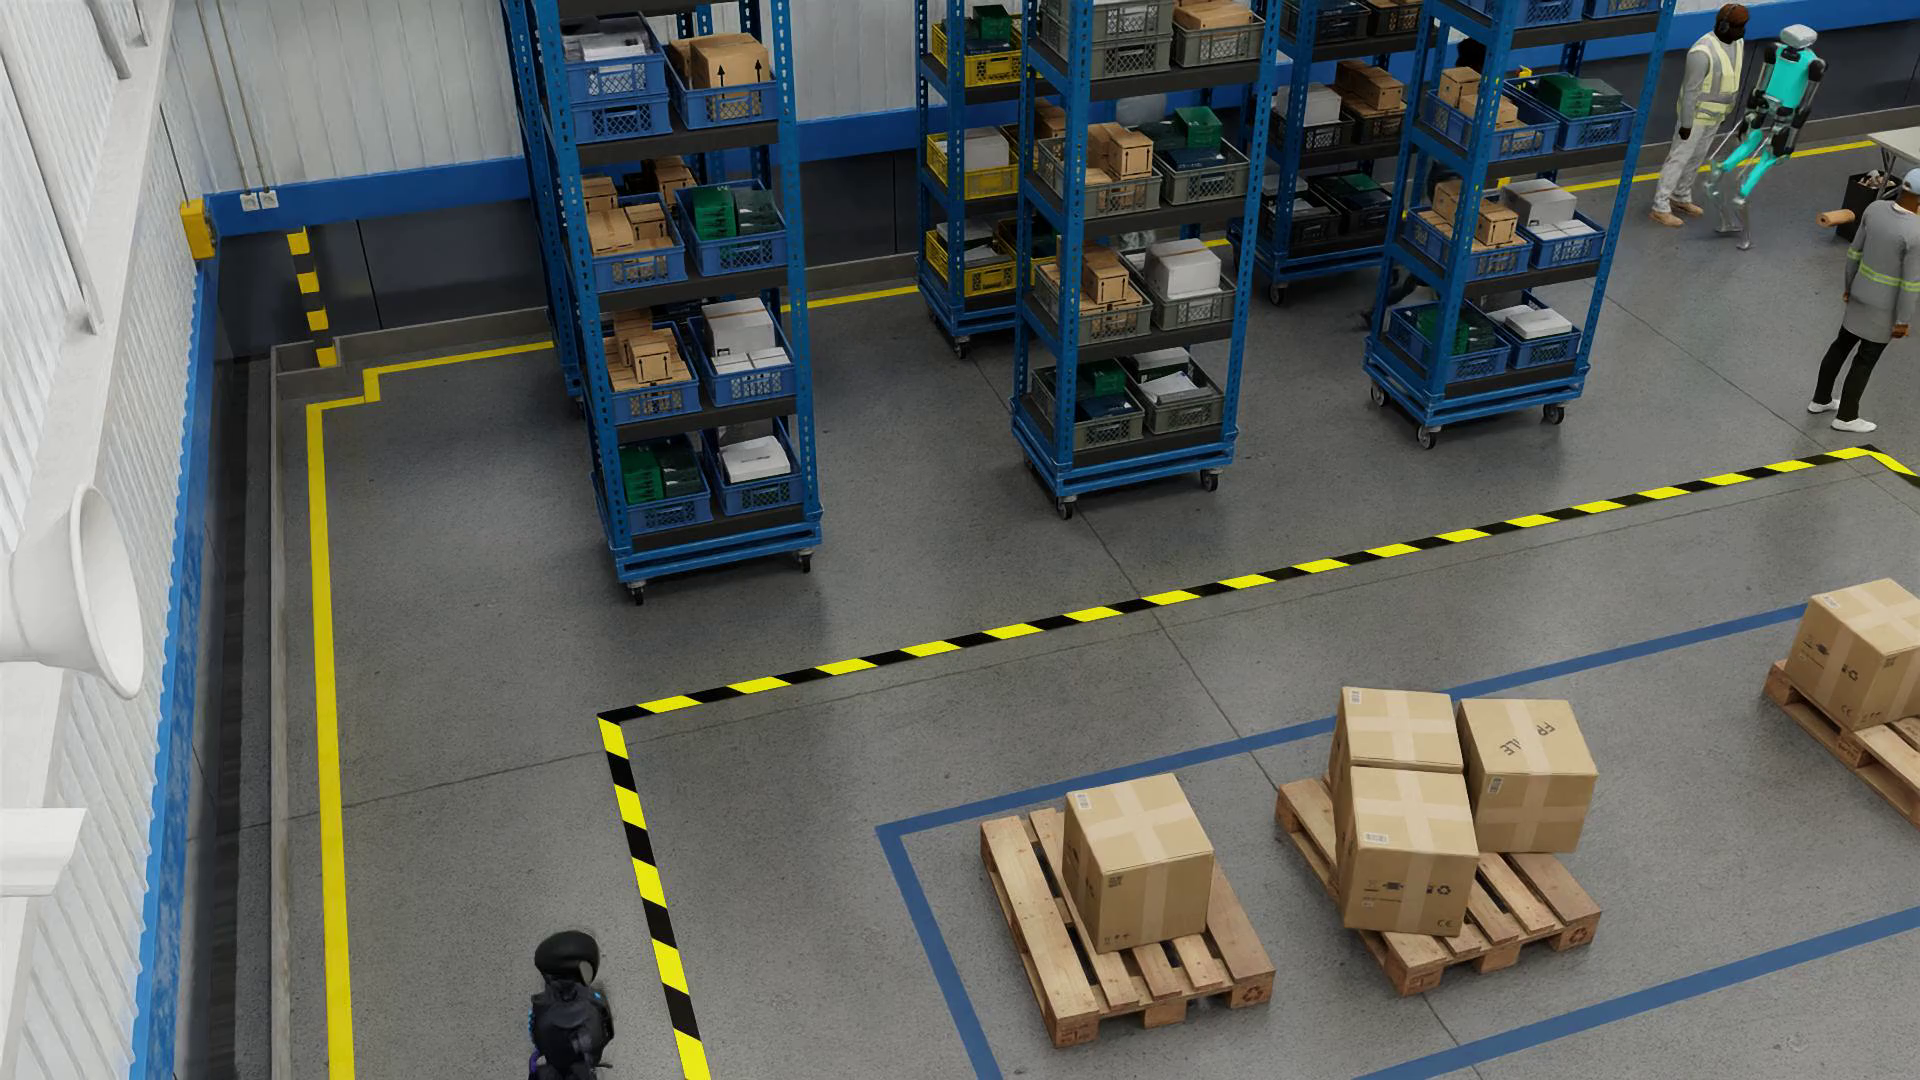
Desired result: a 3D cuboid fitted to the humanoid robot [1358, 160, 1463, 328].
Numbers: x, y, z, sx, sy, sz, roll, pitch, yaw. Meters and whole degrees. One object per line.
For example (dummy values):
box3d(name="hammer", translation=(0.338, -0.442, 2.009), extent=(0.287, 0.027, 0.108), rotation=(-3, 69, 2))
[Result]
box3d(name="humanoid robot", translation=(3.347, -2.174, 11.967), extent=(0.759, 1.649, 0.602), rotation=(4, 35, 5))

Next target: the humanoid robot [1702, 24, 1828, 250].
box3d(name="humanoid robot", translation=(6.324, -3.189, 13.258), extent=(0.685, 1.753, 0.537), rotation=(-17, 39, -23))

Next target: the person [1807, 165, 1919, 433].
box3d(name="person", translation=(6.050, -1.583, 10.926), extent=(0.384, 1.851, 0.596), rotation=(-8, 36, -11))

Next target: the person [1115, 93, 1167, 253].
box3d(name="person", translation=(1.286, -2.726, 12.473), extent=(0.378, 1.939, 0.628), rotation=(23, 41, 29))

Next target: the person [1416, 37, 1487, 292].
box3d(name="person", translation=(3.763, -2.838, 12.608), extent=(0.361, 1.963, 0.612), rotation=(23, 41, 29))

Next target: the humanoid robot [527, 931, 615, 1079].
box3d(name="humanoid robot", translation=(-1.413, 2.047, 5.936), extent=(0.455, 1.647, 0.617), rotation=(-14, 38, -19))

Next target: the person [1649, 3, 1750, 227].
box3d(name="person", translation=(6.103, -3.489, 13.650), extent=(0.622, 1.835, 0.431), rotation=(-25, 42, -31))
